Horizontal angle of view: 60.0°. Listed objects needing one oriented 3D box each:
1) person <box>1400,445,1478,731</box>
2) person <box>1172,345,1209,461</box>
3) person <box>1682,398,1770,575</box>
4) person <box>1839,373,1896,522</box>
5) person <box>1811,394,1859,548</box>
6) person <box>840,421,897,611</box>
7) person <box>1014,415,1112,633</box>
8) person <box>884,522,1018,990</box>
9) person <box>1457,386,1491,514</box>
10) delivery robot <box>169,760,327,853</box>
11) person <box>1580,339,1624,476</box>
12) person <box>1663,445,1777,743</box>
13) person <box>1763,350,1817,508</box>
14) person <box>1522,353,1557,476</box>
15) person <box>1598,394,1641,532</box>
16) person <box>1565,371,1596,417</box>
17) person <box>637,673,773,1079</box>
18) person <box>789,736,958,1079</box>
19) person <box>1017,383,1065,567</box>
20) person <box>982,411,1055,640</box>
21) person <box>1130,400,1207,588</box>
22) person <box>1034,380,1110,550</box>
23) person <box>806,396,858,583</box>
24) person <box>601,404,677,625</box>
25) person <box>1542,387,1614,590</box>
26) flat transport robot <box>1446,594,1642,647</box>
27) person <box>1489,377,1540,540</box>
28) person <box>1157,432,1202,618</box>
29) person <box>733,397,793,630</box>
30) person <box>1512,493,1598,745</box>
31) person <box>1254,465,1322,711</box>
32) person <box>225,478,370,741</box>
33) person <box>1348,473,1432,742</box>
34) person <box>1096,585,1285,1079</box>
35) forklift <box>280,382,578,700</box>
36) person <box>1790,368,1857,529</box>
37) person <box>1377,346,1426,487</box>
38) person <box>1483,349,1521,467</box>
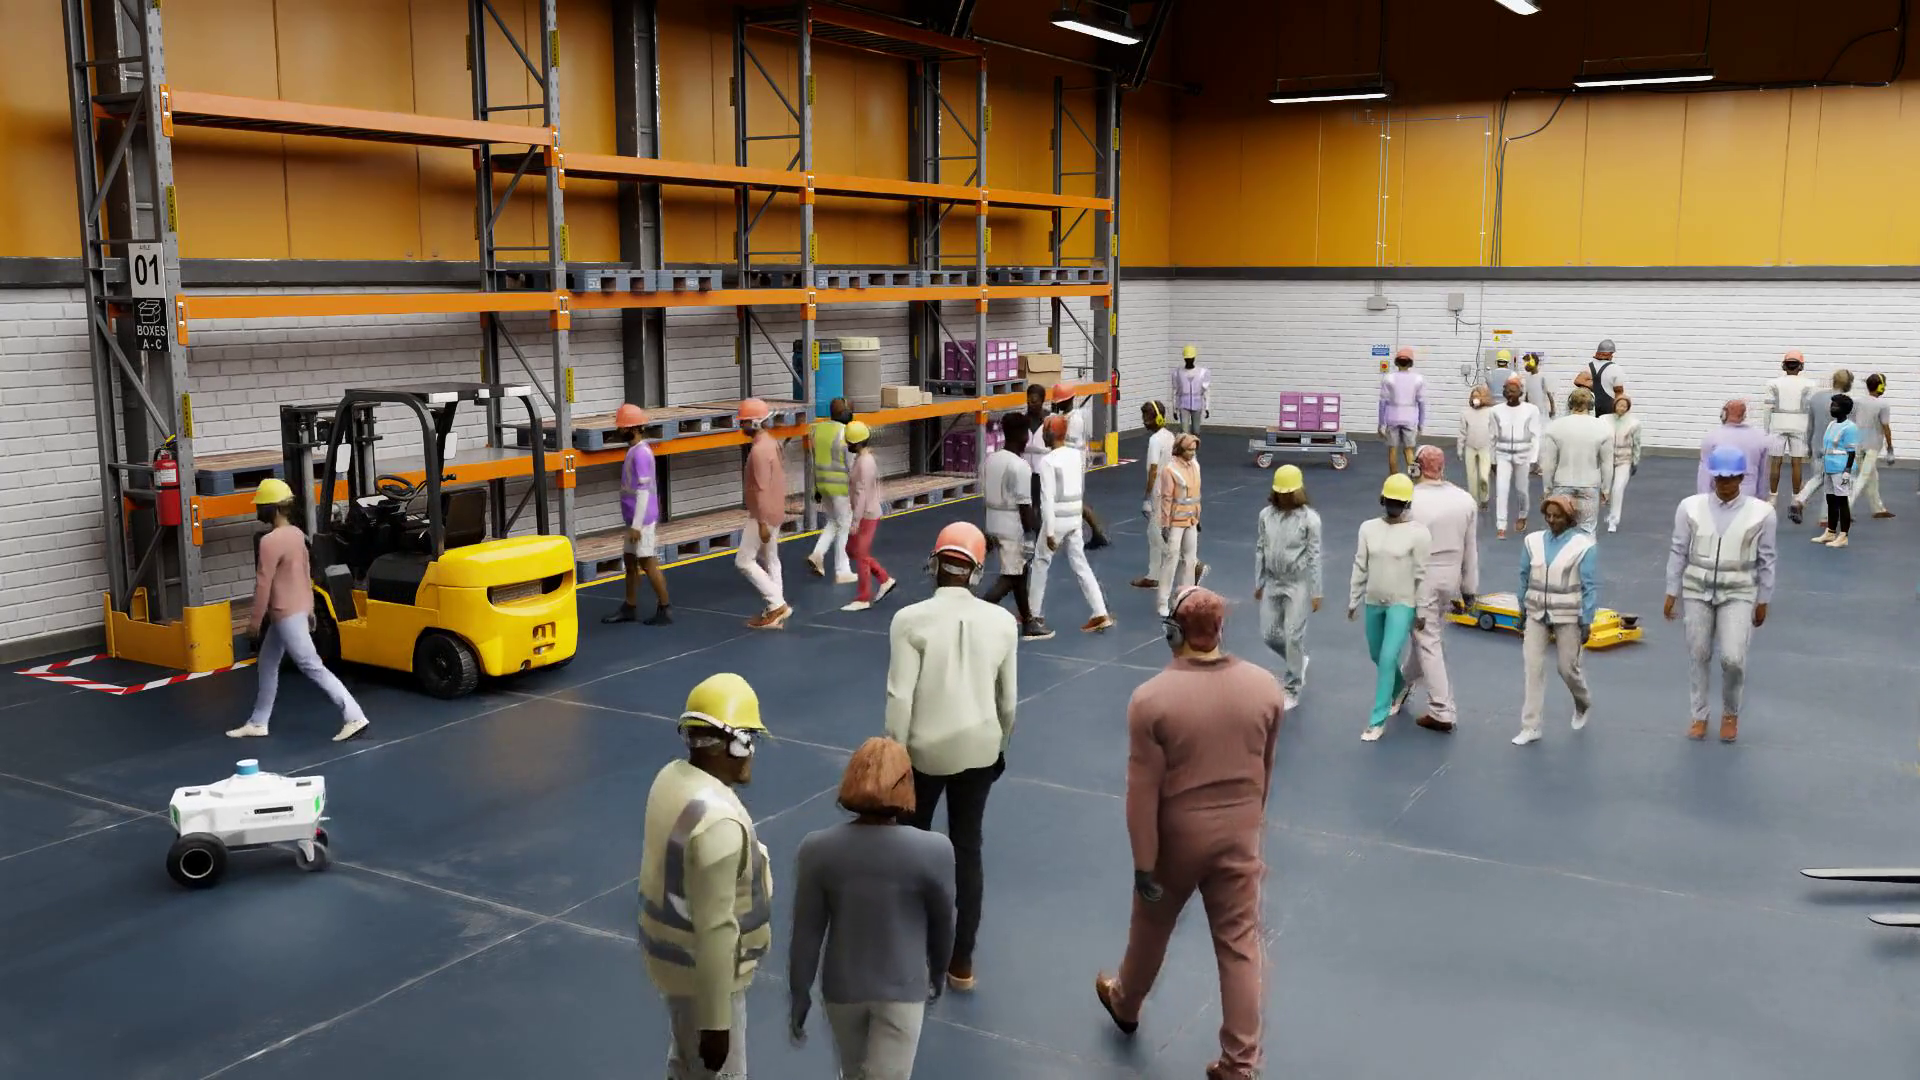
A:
[{"bbox_3d":[3.056,0.292,11.171,0.663,1.859,0.980,-4,10,-22],"label":"person"},{"bbox_3d":[3.609,-2.116,26.120,0.585,1.900,0.885,0,9,3],"label":"person"},{"bbox_3d":[7.158,-0.394,15.521,0.673,1.850,1.011,0,9,1],"label":"person"},{"bbox_3d":[11.031,-1.116,20.161,1.010,1.821,0.522,-2,9,-14],"label":"person"},{"bbox_3d":[9.650,-0.761,18.294,0.316,1.695,0.541,0,9,1],"label":"person"},{"bbox_3d":[-0.837,-0.207,14.763,0.458,1.730,0.559,-2,9,-13],"label":"person"},{"bbox_3d":[0.886,-0.134,13.965,0.580,1.844,0.963,-9,13,-44],"label":"person"},{"bbox_3d":[-0.030,0.908,7.116,0.648,1.940,0.608,-4,10,-21],"label":"person"},{"bbox_3d":[6.388,-1.087,20.542,0.526,1.621,0.343,6,11,35],"label":"person"},{"bbox_3d":[-3.573,1.351,8.377,0.707,0.478,0.477,-3,10,-18],"label":"delivery robot"},{"bbox_3d":[9.601,-1.973,24.793,0.536,2.000,0.672,-7,12,-38],"label":"person"},{"bbox_3d":[4.832,0.354,10.622,0.623,1.928,0.455,6,11,34],"label":"person"},{"bbox_3d":[10.633,-1.417,21.343,0.605,2.034,0.388,5,10,29],"label":"person"},{"bbox_3d":[8.626,-1.874,24.824,0.498,1.828,0.544,-2,9,-13],"label":"person"},{"bbox_3d":[7.685,-0.914,19.473,0.527,1.617,0.503,5,11,30],"label":"person"},{"bbox_3d":[8.815,-1.583,23.624,0.271,1.631,0.507,-4,10,-24],"label":"person"},{"bbox_3d":[-0.743,1.315,5.084,0.425,1.794,0.780,-4,10,-25],"label":"person"},{"bbox_3d":[-0.260,1.396,5.187,0.491,1.577,0.893,2,9,12],"label":"person"},{"bbox_3d":[0.837,-0.684,17.218,0.596,1.900,0.608,4,10,25],"label":"person"},{"bbox_3d":[0.367,-0.081,13.378,0.933,1.919,0.622,-5,10,-27],"label":"person"},{"bbox_3d":[1.962,-0.404,15.641,0.737,1.841,0.539,4,10,23],"label":"person"},{"bbox_3d":[1.230,-0.794,17.961,0.842,1.884,0.543,-3,10,-19],"label":"person"},{"bbox_3d":[-1.187,-0.478,16.123,0.463,1.828,0.652,-8,12,-43],"label":"person"},{"bbox_3d":[-2.735,-0.191,14.170,0.722,1.923,0.583,-3,10,-18],"label":"person"},{"bbox_3d":[5.870,-0.487,15.837,0.635,1.936,0.352,3,10,18],"label":"person"},{"bbox_3d":[4.875,0.647,13.937,0.652,0.197,1.431,-7,12,-38],"label":"flat transport robot"},{"bbox_3d":[6.347,-0.954,19.058,0.577,1.850,0.933,4,10,24],"label":"person"},{"bbox_3d":[1.954,-0.135,14.611,0.363,1.626,0.530,8,12,41],"label":"person"},{"bbox_3d":[-1.675,-0.207,13.961,0.427,1.980,0.635,1,9,6],"label":"person"},{"bbox_3d":[3.843,0.498,10.689,0.661,1.617,0.528,-8,12,-42],"label":"person"},{"bbox_3d":[2.311,0.313,11.546,0.524,1.712,0.546,8,12,41],"label":"person"},{"bbox_3d":[-4.264,0.454,10.659,0.933,1.717,0.521,-1,9,-6],"label":"person"},{"bbox_3d":[2.843,0.403,10.959,0.537,1.726,0.852,9,13,43],"label":"person"},{"bbox_3d":[0.862,1.084,6.280,0.645,1.864,0.964,-3,9,-15],"label":"person"},{"bbox_3d":[-3.974,-0.067,12.417,2.313,2.155,1.214,5,11,30],"label":"forklift"},{"bbox_3d":[10.119,-1.051,19.429,0.601,1.915,0.649,-3,10,-21],"label":"person"},{"bbox_3d":[6.030,-1.629,22.711,0.612,2.022,0.592,0,9,3],"label":"person"},{"bbox_3d":[8.417,-2.041,25.865,0.592,1.833,0.404,4,10,22],"label":"person"}]
